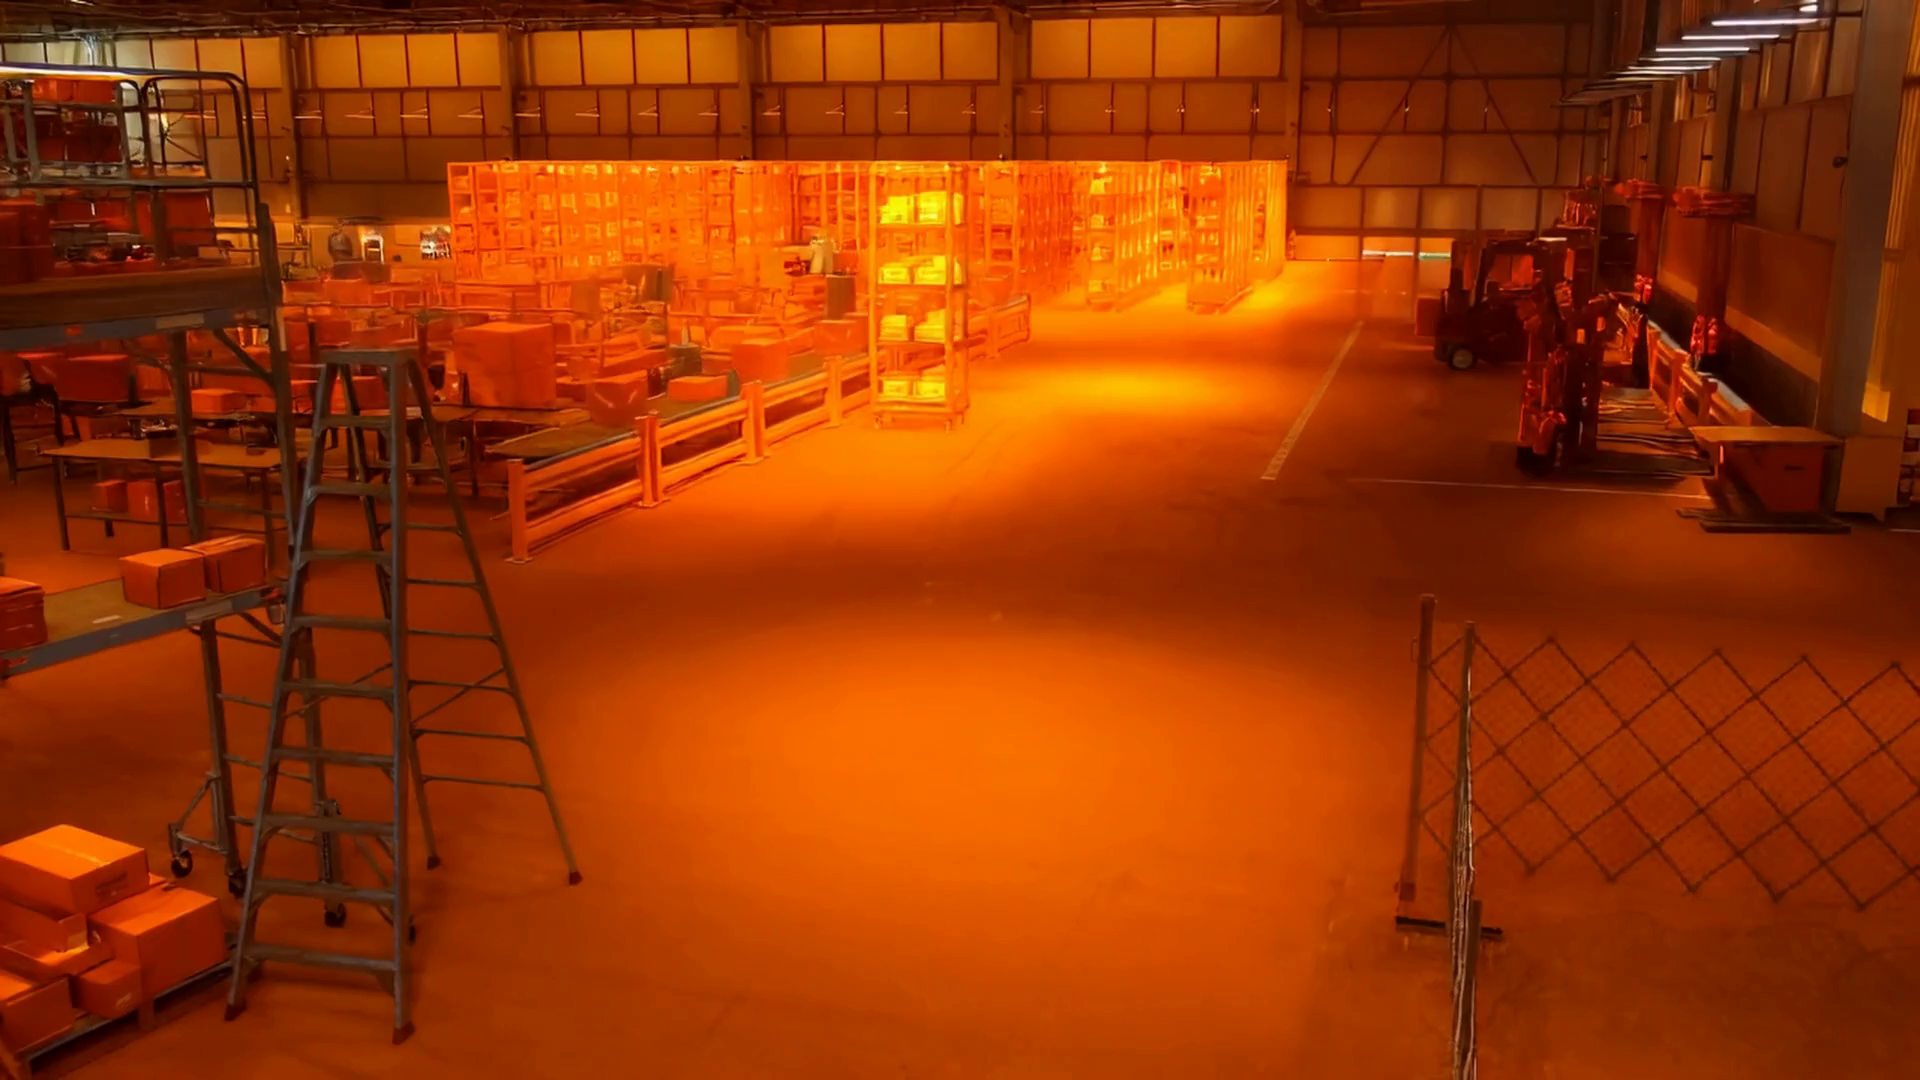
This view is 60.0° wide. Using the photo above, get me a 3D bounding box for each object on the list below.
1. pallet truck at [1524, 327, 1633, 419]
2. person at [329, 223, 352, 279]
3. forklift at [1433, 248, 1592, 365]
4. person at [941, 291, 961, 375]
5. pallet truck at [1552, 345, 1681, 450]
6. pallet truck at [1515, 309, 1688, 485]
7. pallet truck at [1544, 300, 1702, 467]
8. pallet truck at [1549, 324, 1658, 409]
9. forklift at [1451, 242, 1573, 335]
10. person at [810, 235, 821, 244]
[{"bbox_3d":[9.065,-2.460,24.370,1.522,1.261,0.704,3,13,14],"label":"pallet truck"},{"bbox_3d":[-17.654,-8.107,47.465,0.621,1.899,1.013,-2,13,-10],"label":"person"},{"bbox_3d":[9.780,-4.111,29.280,2.680,1.987,1.157,3,13,14],"label":"forklift"},{"bbox_3d":[-0.188,-3.541,27.433,0.403,2.035,0.603,1,13,3],"label":"person"},{"bbox_3d":[8.641,-1.896,21.908,1.630,1.274,0.653,4,14,16],"label":"pallet truck"},{"bbox_3d":[7.554,-1.677,19.446,1.885,1.965,0.823,3,13,14],"label":"pallet truck"},{"bbox_3d":[8.263,-1.952,20.631,1.885,1.965,0.823,5,14,20],"label":"pallet truck"},{"bbox_3d":[9.824,-2.669,25.407,1.601,1.201,0.680,4,14,16],"label":"pallet truck"},{"bbox_3d":[10.464,-4.597,31.405,2.680,1.987,1.157,4,14,16],"label":"forklift"},{"bbox_3d":[-3.659,-6.668,41.406,0.763,1.806,0.625,6,14,24],"label":"person"}]
